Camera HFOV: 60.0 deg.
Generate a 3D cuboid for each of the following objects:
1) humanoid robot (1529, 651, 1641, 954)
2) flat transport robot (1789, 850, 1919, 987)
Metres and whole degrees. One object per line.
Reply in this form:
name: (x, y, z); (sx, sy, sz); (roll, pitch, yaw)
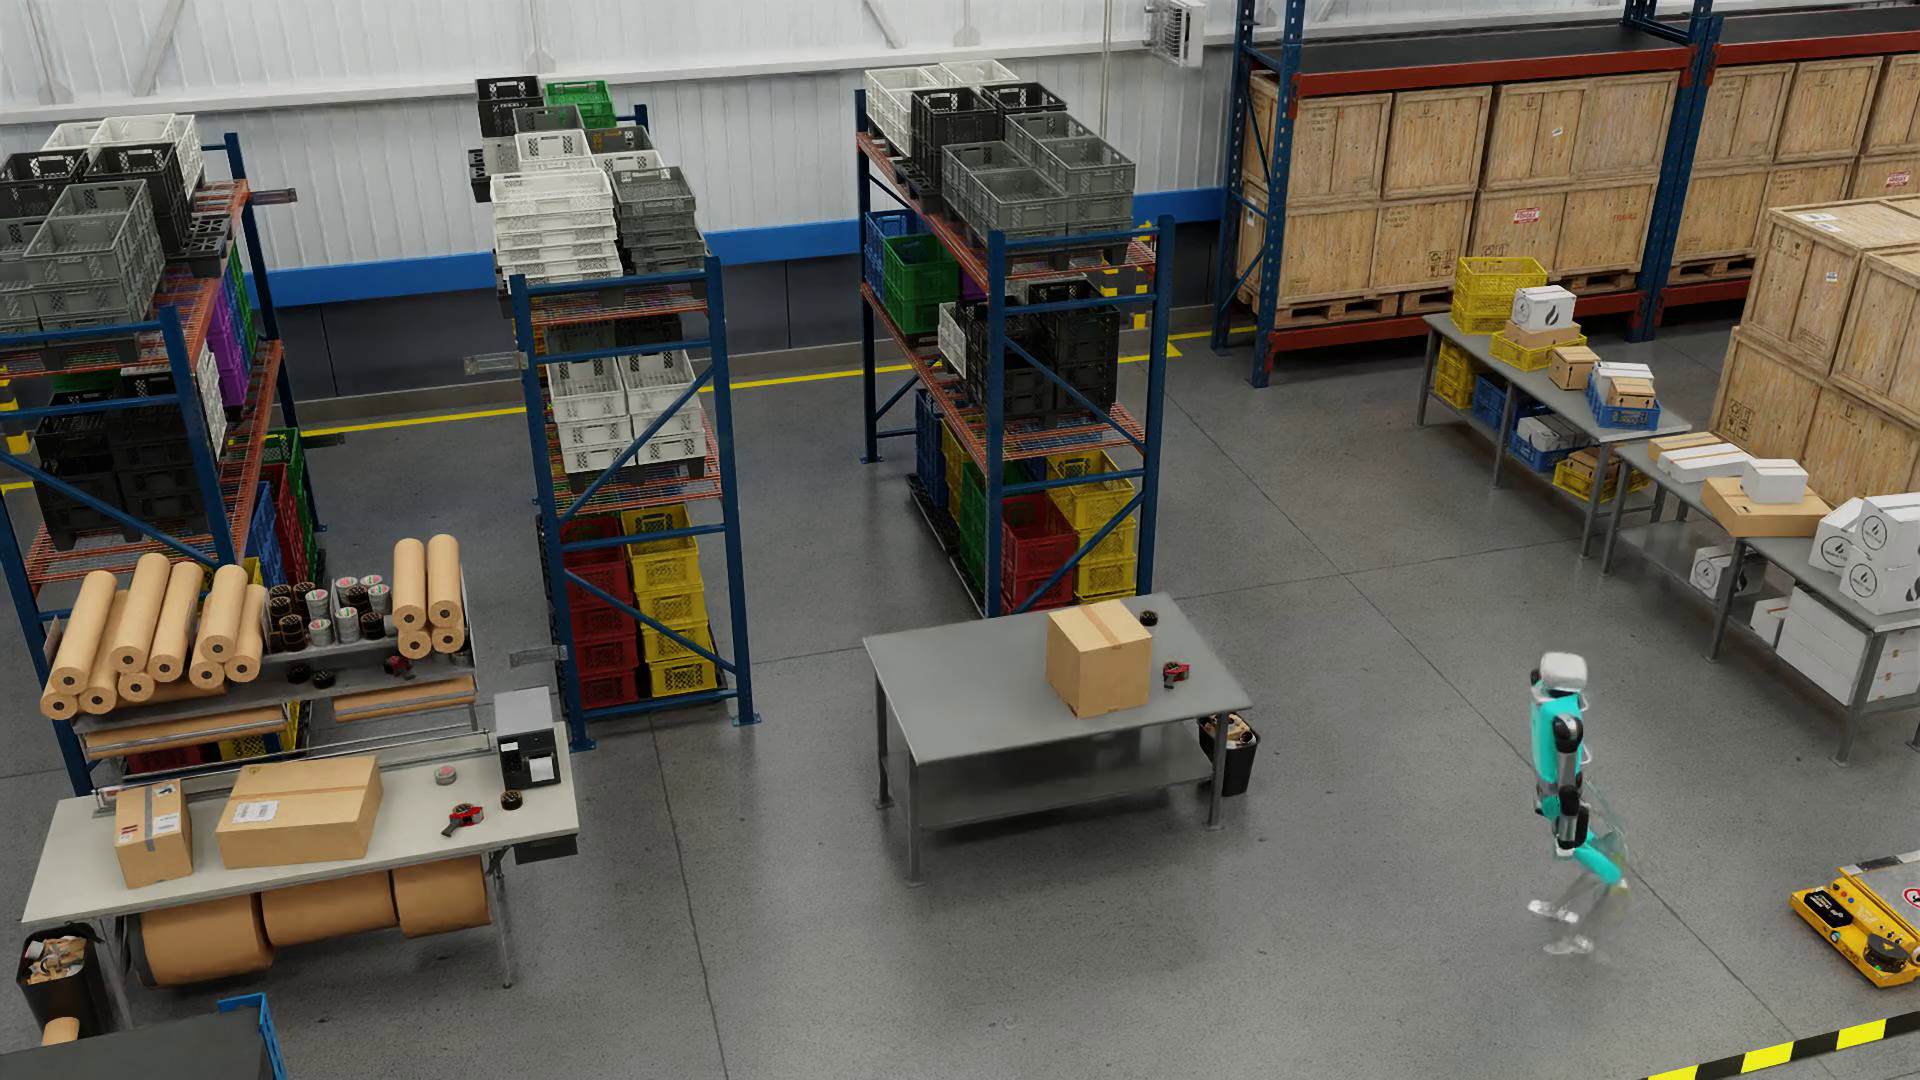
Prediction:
humanoid robot: (3.101, 1.333, 8.212); (0.786, 1.756, 0.564); (1, 29, 2)
flat transport robot: (5.163, 1.916, 8.676); (1.431, 0.231, 0.659); (-8, 30, -14)
